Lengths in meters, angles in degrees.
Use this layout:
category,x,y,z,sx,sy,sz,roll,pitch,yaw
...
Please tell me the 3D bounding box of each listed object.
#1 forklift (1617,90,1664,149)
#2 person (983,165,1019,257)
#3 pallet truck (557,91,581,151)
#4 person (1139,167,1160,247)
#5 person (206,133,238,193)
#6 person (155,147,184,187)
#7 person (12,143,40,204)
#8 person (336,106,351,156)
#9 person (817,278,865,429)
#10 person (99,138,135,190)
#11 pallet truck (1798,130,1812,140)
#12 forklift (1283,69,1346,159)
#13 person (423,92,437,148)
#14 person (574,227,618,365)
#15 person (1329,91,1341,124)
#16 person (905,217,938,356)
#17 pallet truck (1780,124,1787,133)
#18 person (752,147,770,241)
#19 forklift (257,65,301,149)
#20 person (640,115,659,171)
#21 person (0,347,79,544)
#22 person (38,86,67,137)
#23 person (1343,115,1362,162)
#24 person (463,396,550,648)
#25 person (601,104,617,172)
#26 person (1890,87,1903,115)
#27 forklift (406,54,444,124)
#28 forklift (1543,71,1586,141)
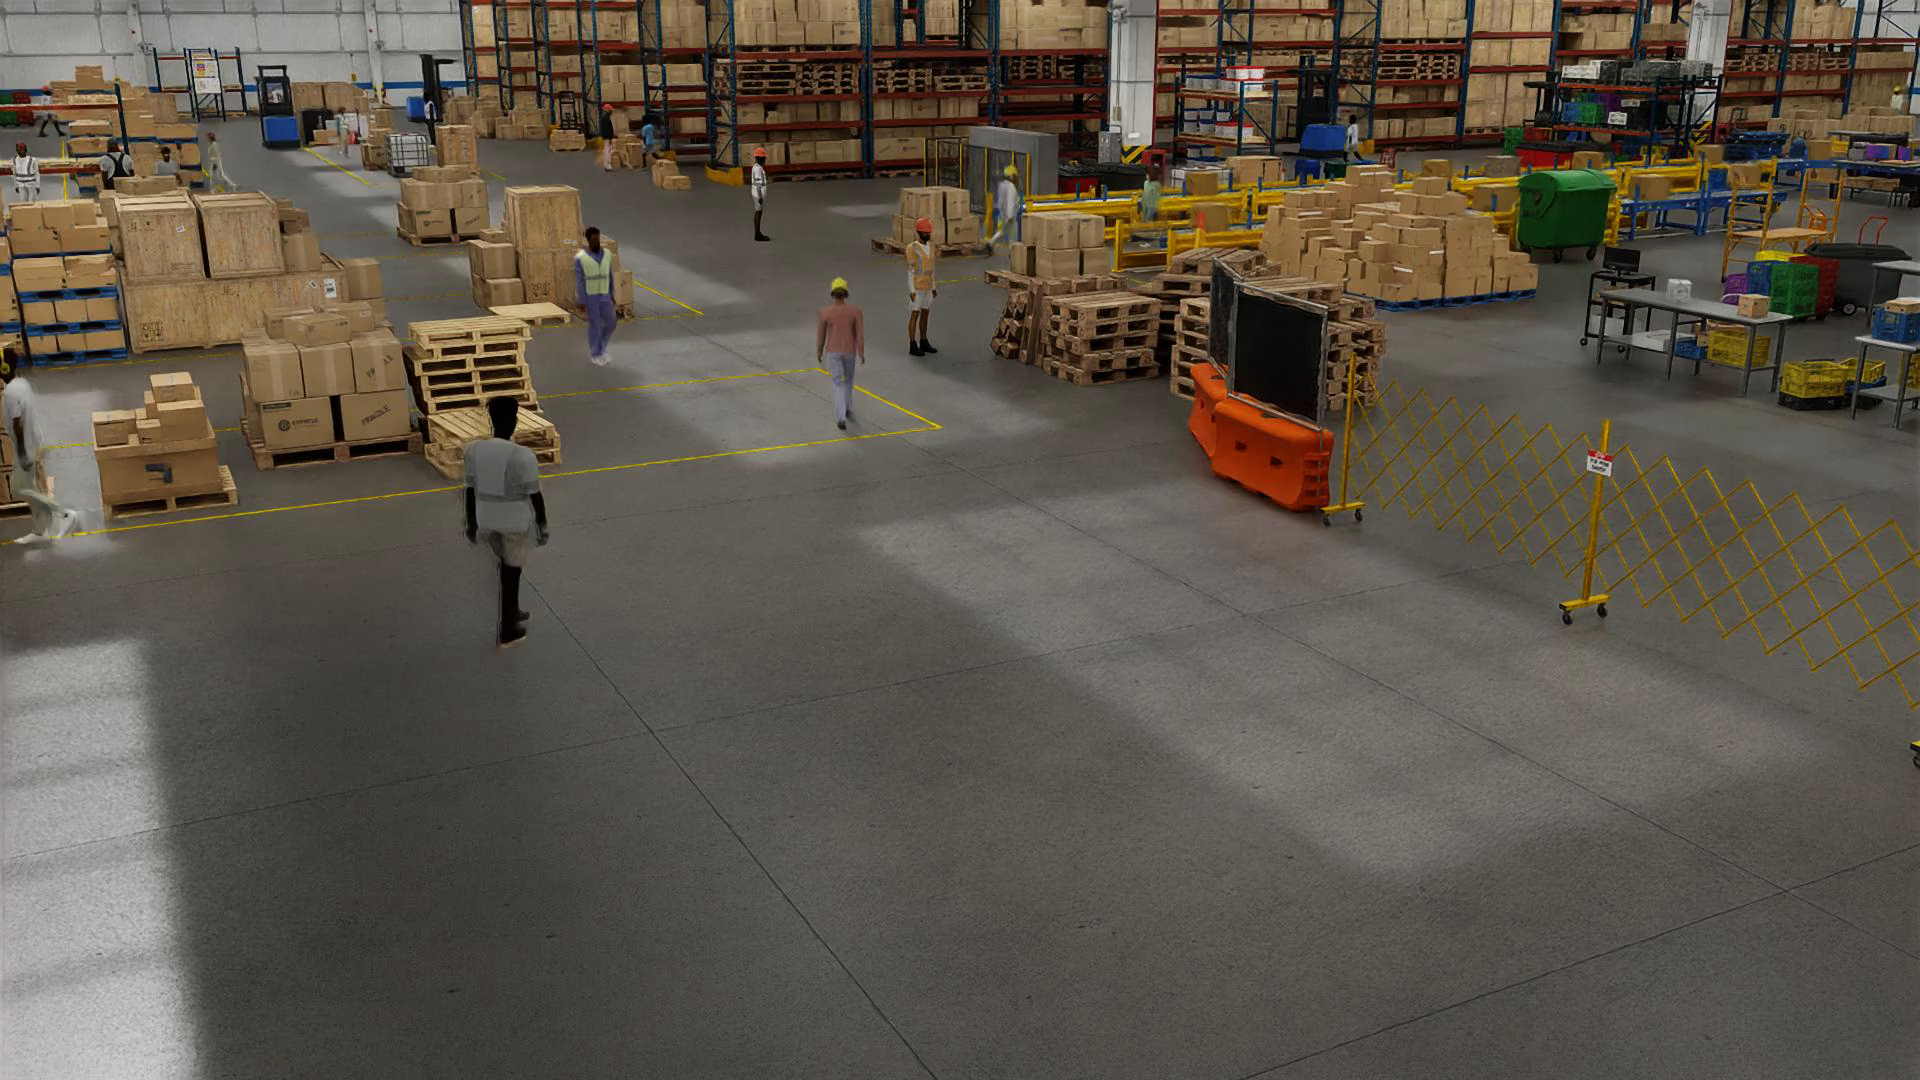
category,x,y,z,sx,sy,sz,roll,pitch,yaw
forklift,23.009,-14.656,56.526,1.873,2.768,1.129,-9,20,-26
person,0.868,-6.402,32.519,0.720,1.816,0.605,-6,19,-19
pallet truck,-13.495,-14.412,57.188,0.823,1.965,1.885,-3,18,-9
person,3.963,-6.868,34.272,0.574,1.616,0.514,-8,19,-23
person,-19.468,-9.878,43.664,0.730,1.616,0.515,-12,21,-33
person,-17.252,-7.676,36.468,0.856,1.831,0.497,9,20,25
person,-20.767,-7.884,37.022,0.574,1.884,0.356,1,18,2
person,-20.351,-13.489,54.913,0.377,1.627,0.516,4,18,11
person,-1.417,-2.228,19.635,0.549,1.714,0.892,-3,18,-10
person,-18.451,-7.777,36.433,0.689,2.000,0.537,-16,24,-41
pallet truck,25.526,-11.556,49.408,1.630,1.274,0.653,-9,20,-26
forklift,11.615,-13.871,54.079,1.129,2.768,1.873,-9,20,-27
person,-18.623,-14.777,58.472,0.396,1.911,0.588,-11,21,-32
person,-4.986,-3.348,22.848,0.464,1.899,0.615,16,24,41
person,13.304,-14.884,58.802,0.821,1.917,0.555,-8,19,-23
person,-0.520,-3.584,23.525,0.368,1.939,0.542,14,23,38
pallet truck,25.206,-12.542,52.601,1.601,1.201,0.680,0,18,-2
person,-4.206,-7.287,35.070,0.375,1.939,0.546,-2,18,-7
forklift,-23.798,-15.108,57.934,1.129,2.768,1.873,-9,20,-26
person,-9.299,-11.884,49.870,0.807,1.670,0.552,12,21,32
person,-8.470,-0.854,15.164,0.499,1.853,0.518,-4,18,-13
person,-34.551,-16.213,62.983,0.554,1.894,1.006,13,22,36
person,11.864,-11.987,50.164,0.847,1.664,0.530,14,23,37
person,-3.470,-0.174,12.890,0.636,1.933,0.769,6,19,18
person,-10.497,-12.009,49.701,0.397,1.992,0.621,-7,19,-21
person,37.097,-17.099,66.022,0.942,1.714,0.536,-9,20,-27
forklift,-22.481,-19.104,70.392,1.873,2.768,1.129,-9,20,-26
forklift,18.685,-13.231,52.085,1.873,2.768,1.129,-9,20,-26
